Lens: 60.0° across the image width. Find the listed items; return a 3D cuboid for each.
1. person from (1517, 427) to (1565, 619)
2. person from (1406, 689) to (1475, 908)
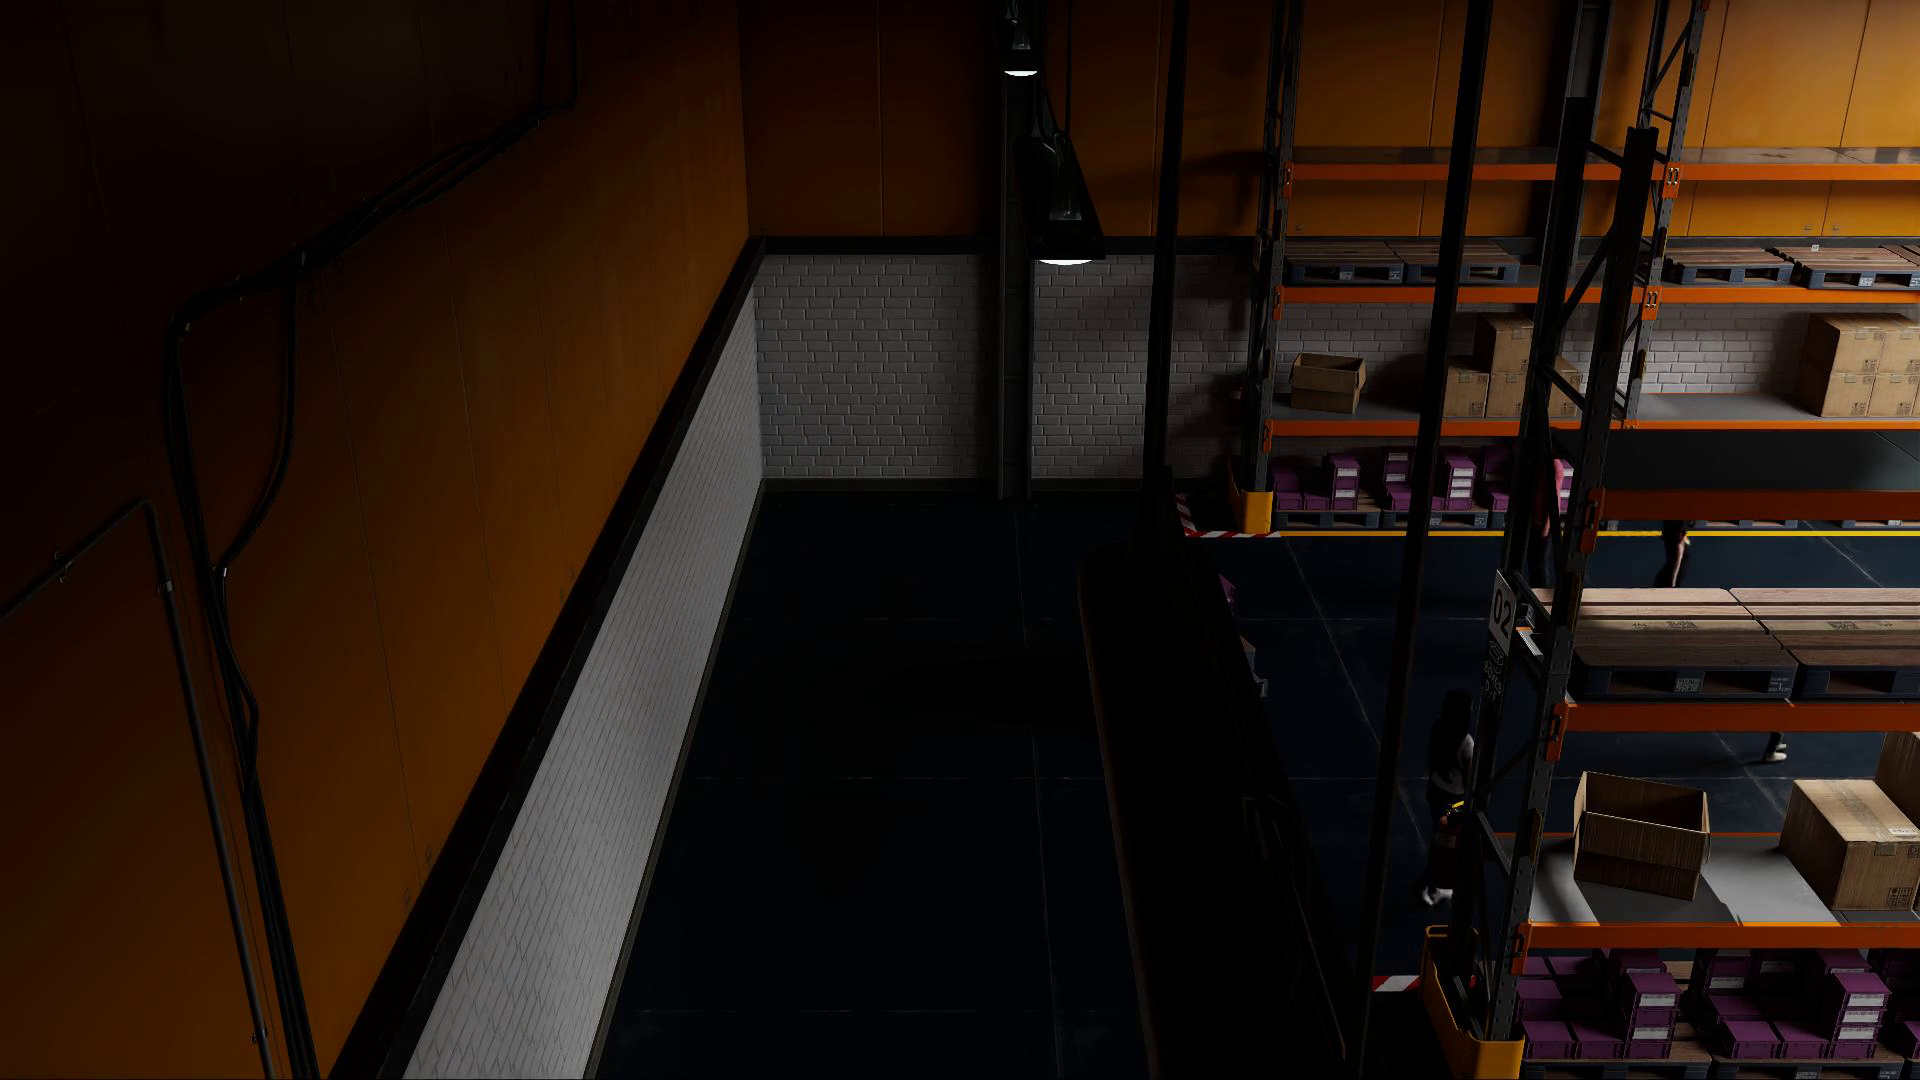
[{"bbox_3d":[5.780,-0.191,16.467,0.560,1.958,0.628,-1,24,-2],"label":"person"},{"bbox_3d":[3.437,1.897,11.932,0.829,1.764,0.747,-9,25,-20],"label":"person"}]
